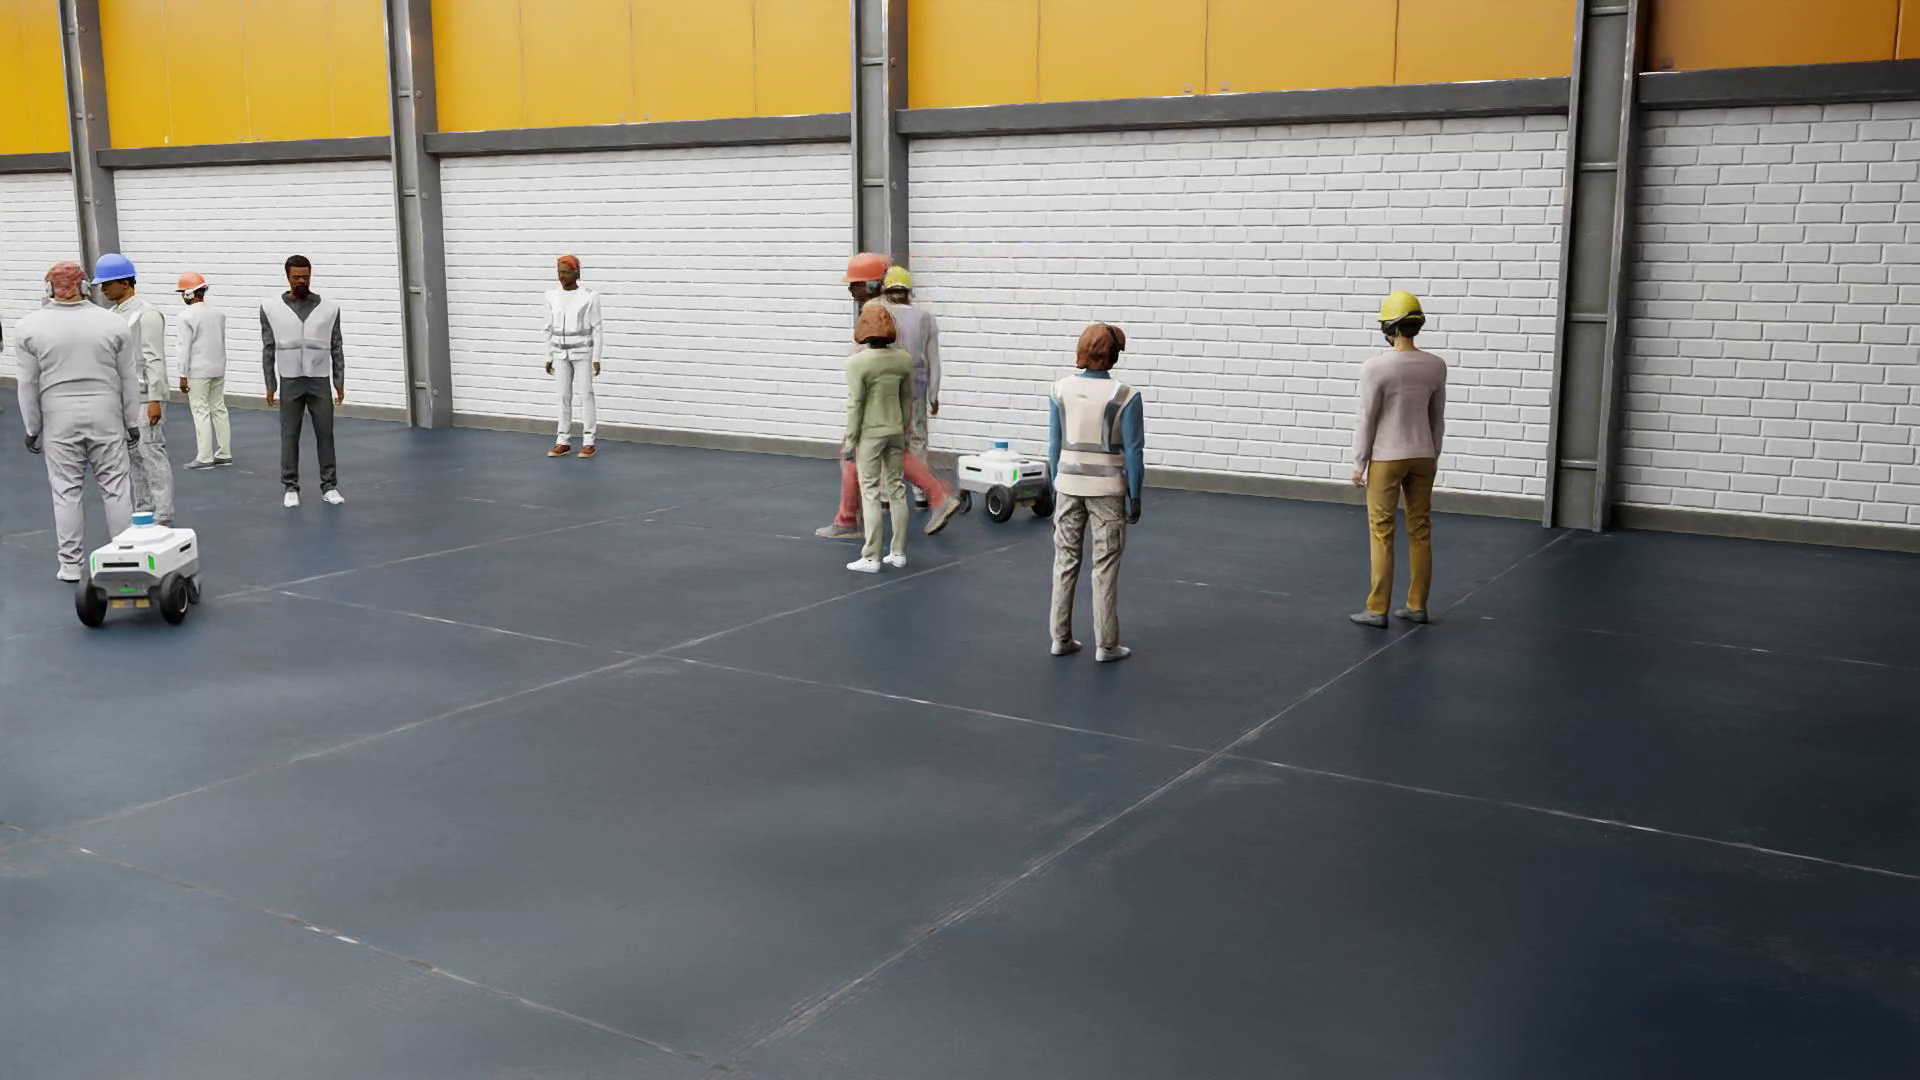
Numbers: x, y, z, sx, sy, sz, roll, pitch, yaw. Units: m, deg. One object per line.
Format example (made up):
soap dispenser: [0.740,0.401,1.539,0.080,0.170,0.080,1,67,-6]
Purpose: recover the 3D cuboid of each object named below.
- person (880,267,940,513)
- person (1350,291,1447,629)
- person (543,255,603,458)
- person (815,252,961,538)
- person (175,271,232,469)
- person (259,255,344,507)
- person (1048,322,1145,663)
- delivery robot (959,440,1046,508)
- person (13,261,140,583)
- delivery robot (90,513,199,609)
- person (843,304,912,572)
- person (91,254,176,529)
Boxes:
person: [-0.454,-1.103,12.349,0.622,1.825,0.404,-2,10,-9]
person: [2.288,-0.417,8.717,0.525,1.762,0.340,-4,11,-19]
person: [-3.608,-1.703,15.504,0.575,1.883,0.362,3,11,15]
person: [-0.486,-0.955,11.208,0.955,1.949,0.610,2,10,12]
person: [-6.758,-1.508,14.799,0.350,1.745,0.565,3,11,15]
person: [-5.013,-1.212,12.713,0.589,1.910,0.379,-6,12,-28]
person: [0.642,-0.219,7.980,0.519,1.633,0.313,7,12,33]
delivery robot: [0.306,-0.491,12.211,0.477,0.478,0.707,-8,13,-37]
person: [-5.212,-0.696,9.878,0.638,1.901,0.408,-6,12,-30]
delivery robot: [-4.384,0.096,8.955,0.477,0.478,0.707,-1,10,-7]
person: [-0.502,-0.618,10.182,0.499,1.633,0.286,-10,14,-43]
person: [-5.626,-0.973,11.338,0.619,1.932,0.420,7,12,34]
